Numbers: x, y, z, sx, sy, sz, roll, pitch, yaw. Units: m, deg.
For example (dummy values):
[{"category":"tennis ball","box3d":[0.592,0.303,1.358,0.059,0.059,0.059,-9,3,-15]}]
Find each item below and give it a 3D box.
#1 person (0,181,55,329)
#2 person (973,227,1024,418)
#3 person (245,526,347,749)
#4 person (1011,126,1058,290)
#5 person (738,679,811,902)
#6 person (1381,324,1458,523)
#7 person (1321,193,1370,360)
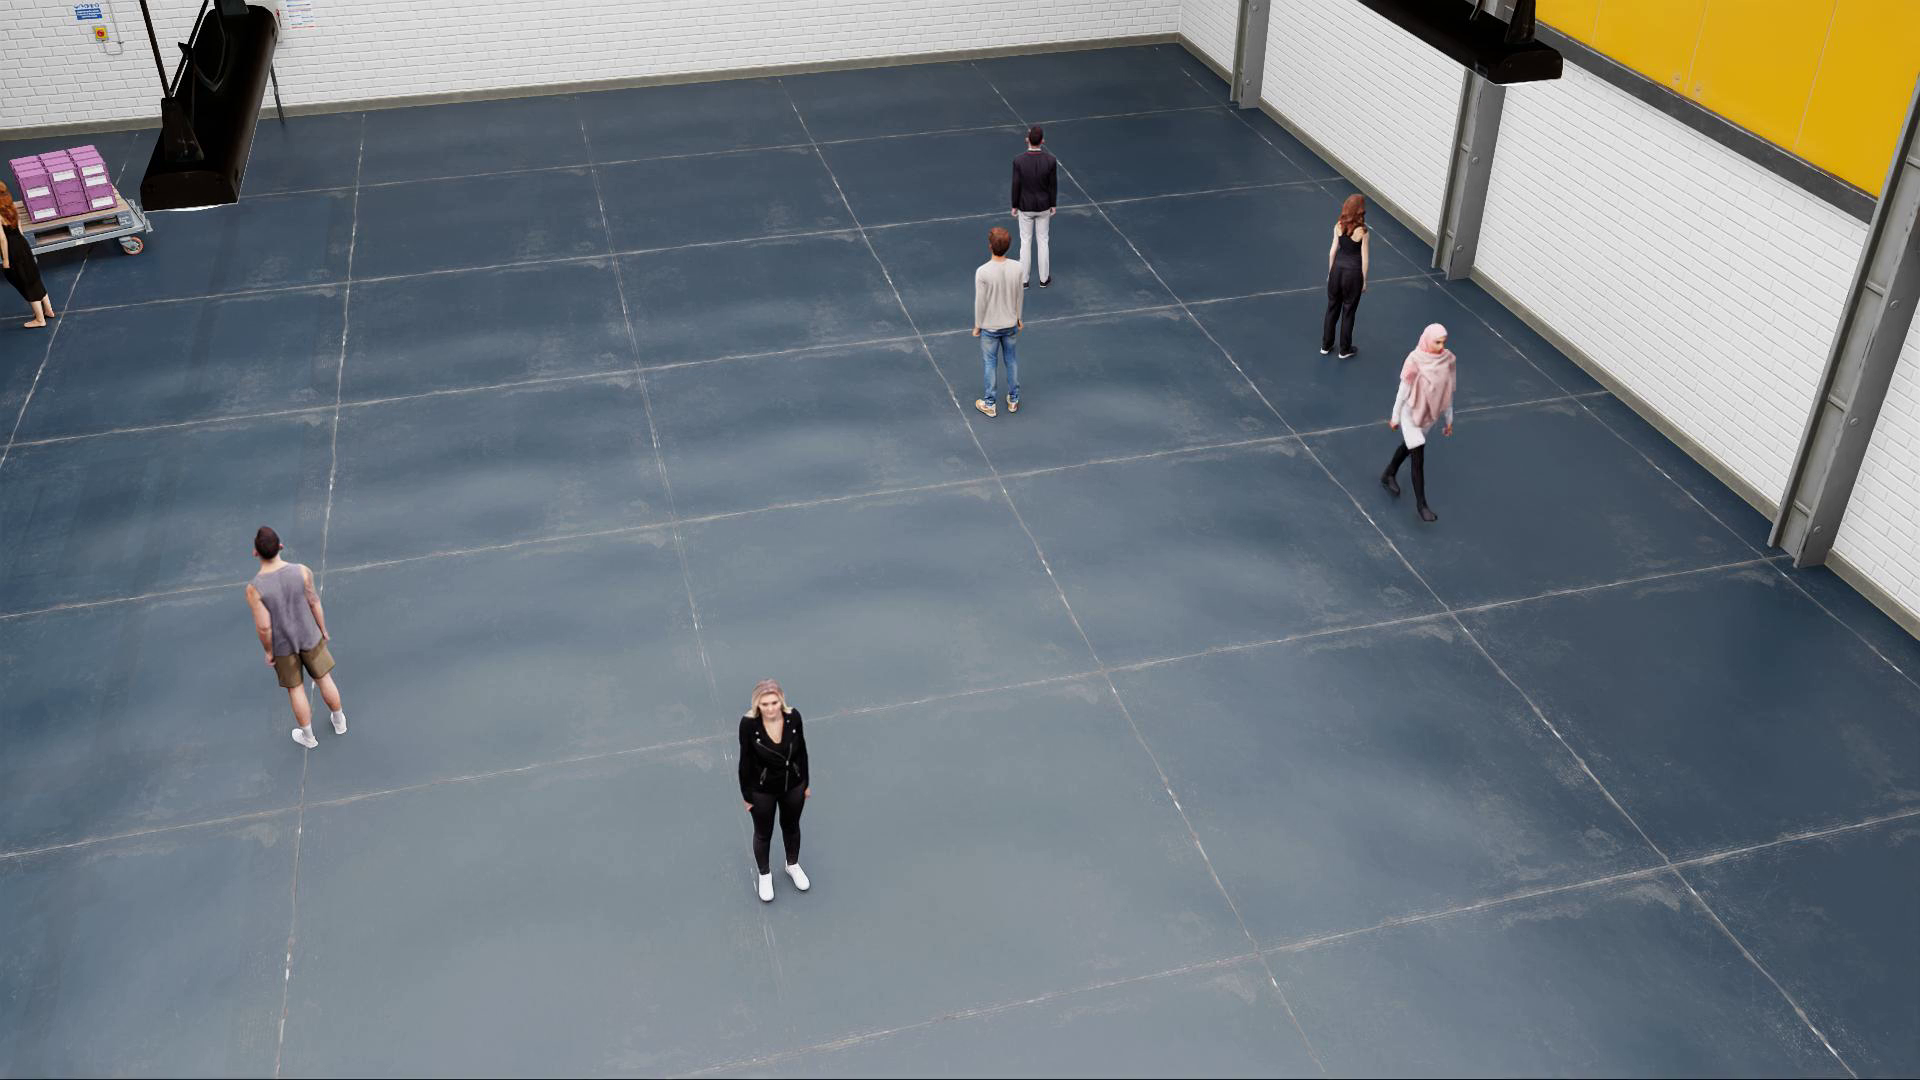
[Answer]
[{"category":"person","box3d":[-9.990,-3.040,17.616,0.702,1.624,0.587,1,34,1]},{"category":"person","box3d":[0.376,-2.076,15.912,0.659,1.904,0.590,-11,35,-16]},{"category":"person","box3d":[-4.754,0.695,11.861,0.710,1.845,0.713,-25,41,-32]},{"category":"person","box3d":[0.815,-3.669,18.363,0.711,1.844,0.653,0,34,0]},{"category":"person","box3d":[-1.177,1.570,10.624,0.638,1.686,0.561,-13,36,-18]},{"category":"person","box3d":[3.972,-1.094,14.572,0.662,1.753,1.178,-9,35,-14]},{"category":"person","box3d":[3.938,-2.704,16.999,0.639,1.747,0.728,24,41,32]}]
